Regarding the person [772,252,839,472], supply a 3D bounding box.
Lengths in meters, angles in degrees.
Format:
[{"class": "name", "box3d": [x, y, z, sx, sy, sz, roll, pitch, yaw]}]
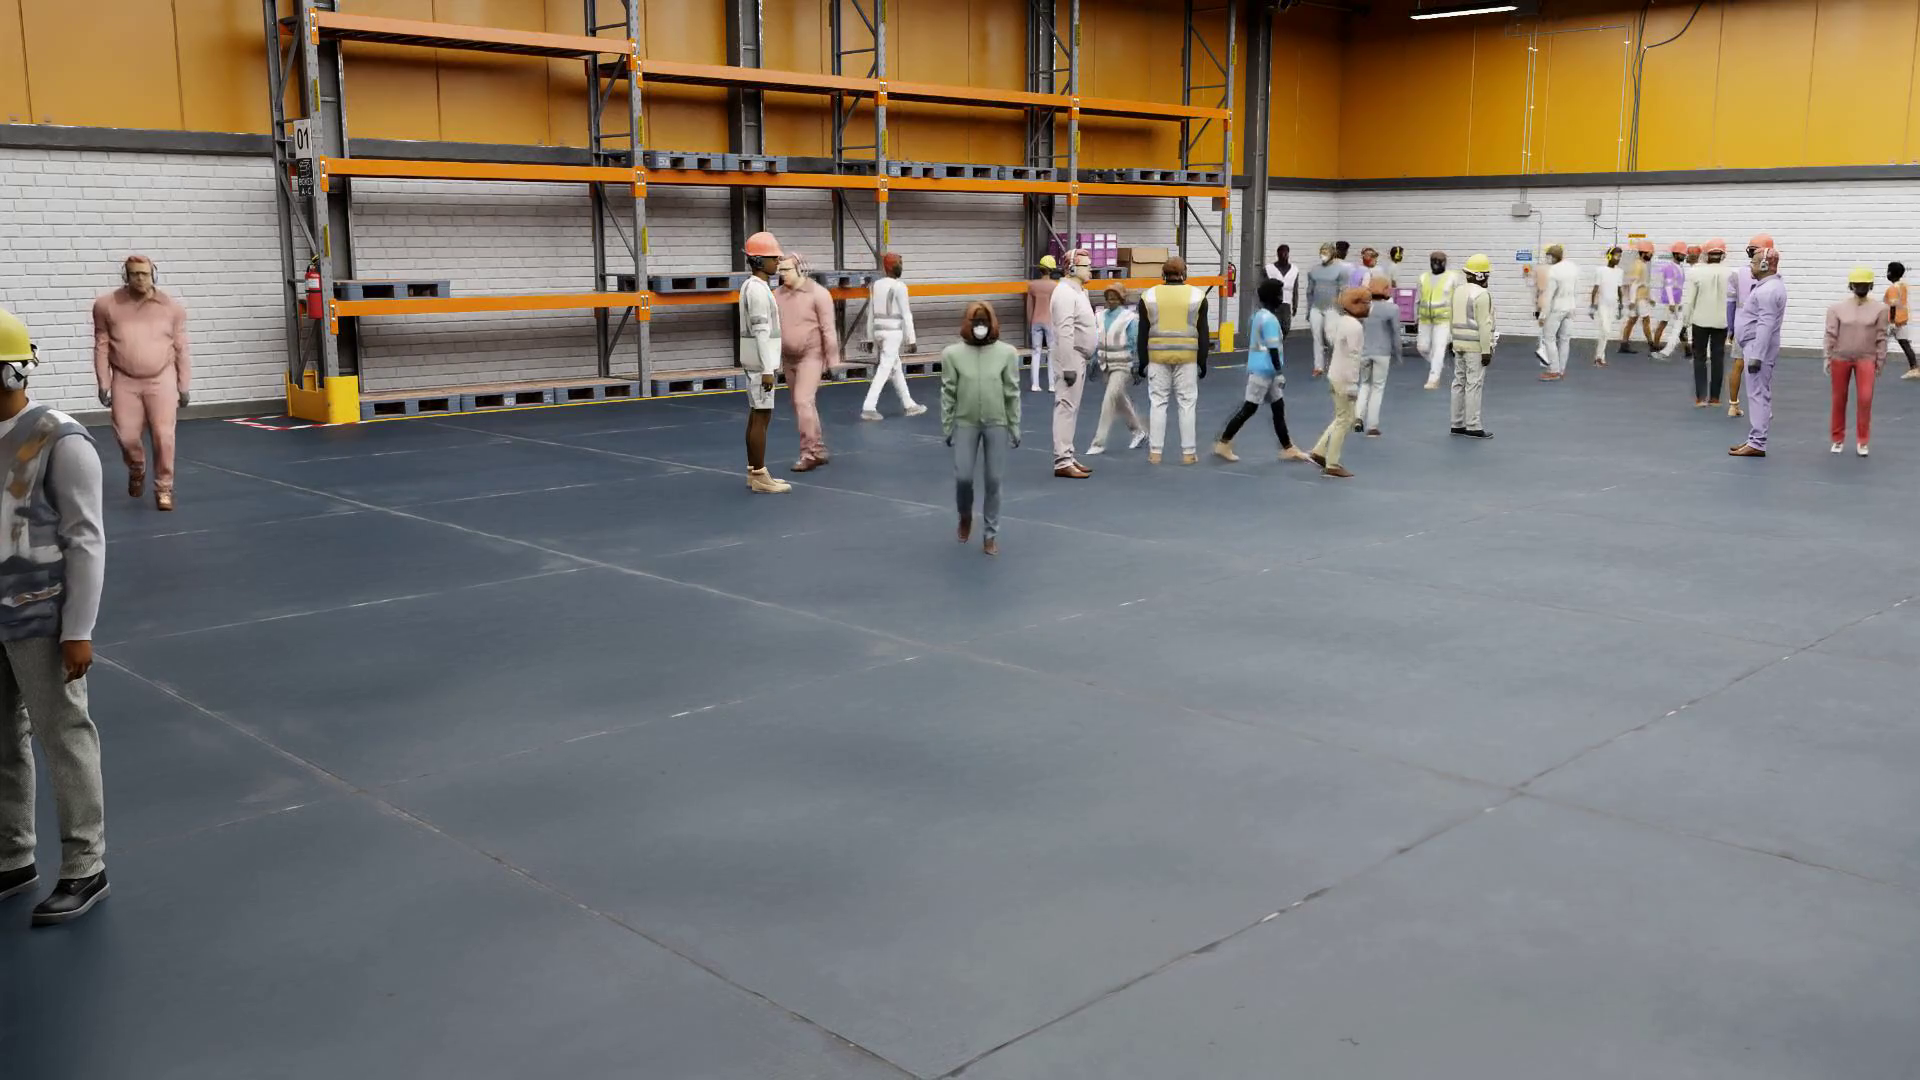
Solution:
[{"class": "person", "box3d": [-1.424, -1.530, 14.346, 0.658, 1.873, 0.777, 8, 13, 38]}]

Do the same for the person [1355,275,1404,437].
[{"class": "person", "box3d": [4.191, -1.848, 16.765, 0.511, 1.620, 0.382, 8, 13, 37]}]

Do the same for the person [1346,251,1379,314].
[{"class": "person", "box3d": [6.246, -3.585, 25.828, 0.836, 1.776, 0.595, -1, 10, -7]}]

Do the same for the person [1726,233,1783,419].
[{"class": "person", "box3d": [8.746, -2.344, 18.319, 0.371, 2.044, 0.608, -9, 13, -39]}]

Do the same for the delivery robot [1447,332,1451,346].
[{"class": "delivery robot", "box3d": [8.626, -3.475, 28.295, 0.707, 0.478, 0.477, 3, 11, 14]}]

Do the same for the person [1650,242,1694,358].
[{"class": "person", "box3d": [11.818, -3.923, 27.309, 0.574, 1.895, 0.917, -9, 14, -40]}]

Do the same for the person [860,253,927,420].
[{"class": "person", "box3d": [-0.758, -2.243, 18.361, 0.999, 1.831, 0.602, -9, 13, -39]}]

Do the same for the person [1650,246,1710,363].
[{"class": "person", "box3d": [11.518, -3.730, 26.432, 0.949, 1.834, 0.578, 8, 13, 37]}]

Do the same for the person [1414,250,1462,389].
[{"class": "person", "box3d": [6.318, -2.914, 22.032, 0.628, 1.826, 0.566, 8, 13, 39]}]

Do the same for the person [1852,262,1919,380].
[{"class": "person", "box3d": [13.161, -3.089, 23.458, 0.531, 1.647, 0.893, -8, 13, -38]}]

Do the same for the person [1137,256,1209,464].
[{"class": "person", "box3d": [1.890, -1.591, 14.769, 0.634, 1.839, 0.429, 2, 10, 8]}]

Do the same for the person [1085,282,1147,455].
[{"class": "person", "box3d": [1.498, -1.606, 15.553, 0.842, 1.605, 0.516, -8, 13, -38]}]

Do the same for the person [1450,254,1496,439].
[{"class": "person", "box3d": [5.129, -1.927, 16.619, 0.403, 1.834, 0.589, -3, 11, -16]}]

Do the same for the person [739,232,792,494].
[{"class": "person", "box3d": [-1.539, -1.383, 13.081, 0.378, 2.044, 0.607, -2, 11, -13]}]

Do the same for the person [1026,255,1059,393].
[{"class": "person", "box3d": [1.114, -2.786, 21.488, 0.533, 1.767, 0.325, 6, 12, 30]}]

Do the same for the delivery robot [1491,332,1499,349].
[{"class": "delivery robot", "box3d": [8.616, -3.380, 27.776, 0.707, 0.478, 0.477, 7, 12, 33]}]

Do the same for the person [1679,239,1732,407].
[{"class": "person", "box3d": [8.892, -2.552, 19.702, 0.643, 1.979, 0.690, 1, 10, 8]}]

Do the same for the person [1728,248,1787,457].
[{"class": "person", "box3d": [7.330, -1.721, 15.294, 0.409, 1.907, 0.651, 6, 12, 28]}]

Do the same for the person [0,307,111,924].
[{"class": "person", "box3d": [-2.805, 0.220, 4.914, 0.590, 1.833, 0.404, 3, 11, 16]}]

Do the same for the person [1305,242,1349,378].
[{"class": "person", "box3d": [5.261, -3.288, 23.804, 0.633, 1.922, 0.640, 8, 13, 38]}]

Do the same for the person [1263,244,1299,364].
[{"class": "person", "box3d": [5.052, -3.740, 26.357, 0.594, 1.894, 0.720, -2, 11, -9]}]

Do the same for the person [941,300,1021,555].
[{"class": "person", "box3d": [0.137, -0.712, 10.580, 0.506, 1.622, 0.373, 0, 10, -1]}]

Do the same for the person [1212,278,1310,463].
[{"class": "person", "box3d": [2.685, -1.501, 14.791, 0.897, 1.651, 0.537, 1, 10, 4]}]

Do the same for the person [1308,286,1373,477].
[{"class": "person", "box3d": [3.213, -1.315, 13.887, 0.402, 1.605, 0.516, 1, 10, 3]}]

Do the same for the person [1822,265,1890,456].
[{"class": "person", "box3d": [8.192, -1.630, 15.247, 0.531, 1.742, 0.772, 6, 12, 28]}]

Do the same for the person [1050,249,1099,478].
[{"class": "person", "box3d": [0.965, -1.482, 13.991, 0.401, 1.910, 0.641, 2, 11, 12]}]

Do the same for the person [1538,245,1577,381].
[{"class": "person", "box3d": [8.339, -3.140, 23.102, 0.682, 1.899, 0.392, -7, 12, -32]}]

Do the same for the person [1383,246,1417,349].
[{"class": "person", "box3d": [7.725, -4.288, 29.553, 0.940, 1.813, 0.513, -3, 11, -18]}]

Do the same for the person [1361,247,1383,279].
[{"class": "person", "box3d": [6.494, -3.708, 26.298, 0.524, 1.851, 0.668, -3, 11, -17]}]

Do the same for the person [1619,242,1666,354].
[{"class": "person", "box3d": [11.688, -4.101, 28.279, 0.889, 1.896, 0.555, 5, 12, 27]}]

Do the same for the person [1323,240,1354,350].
[{"class": "person", "box3d": [6.623, -4.266, 29.107, 0.690, 1.931, 0.638, -10, 14, -43]}]

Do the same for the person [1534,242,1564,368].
[{"class": "person", "box3d": [9.005, -3.569, 25.365, 0.450, 1.908, 0.620, -5, 12, -27]}]

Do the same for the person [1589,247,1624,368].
[{"class": "person", "box3d": [9.960, -3.562, 25.511, 0.531, 1.839, 0.613, -3, 11, -16]}]

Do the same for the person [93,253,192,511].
[{"class": "person", "box3d": [-6.031, -1.171, 12.312, 0.648, 1.891, 0.529, -5, 11, -24]}]
